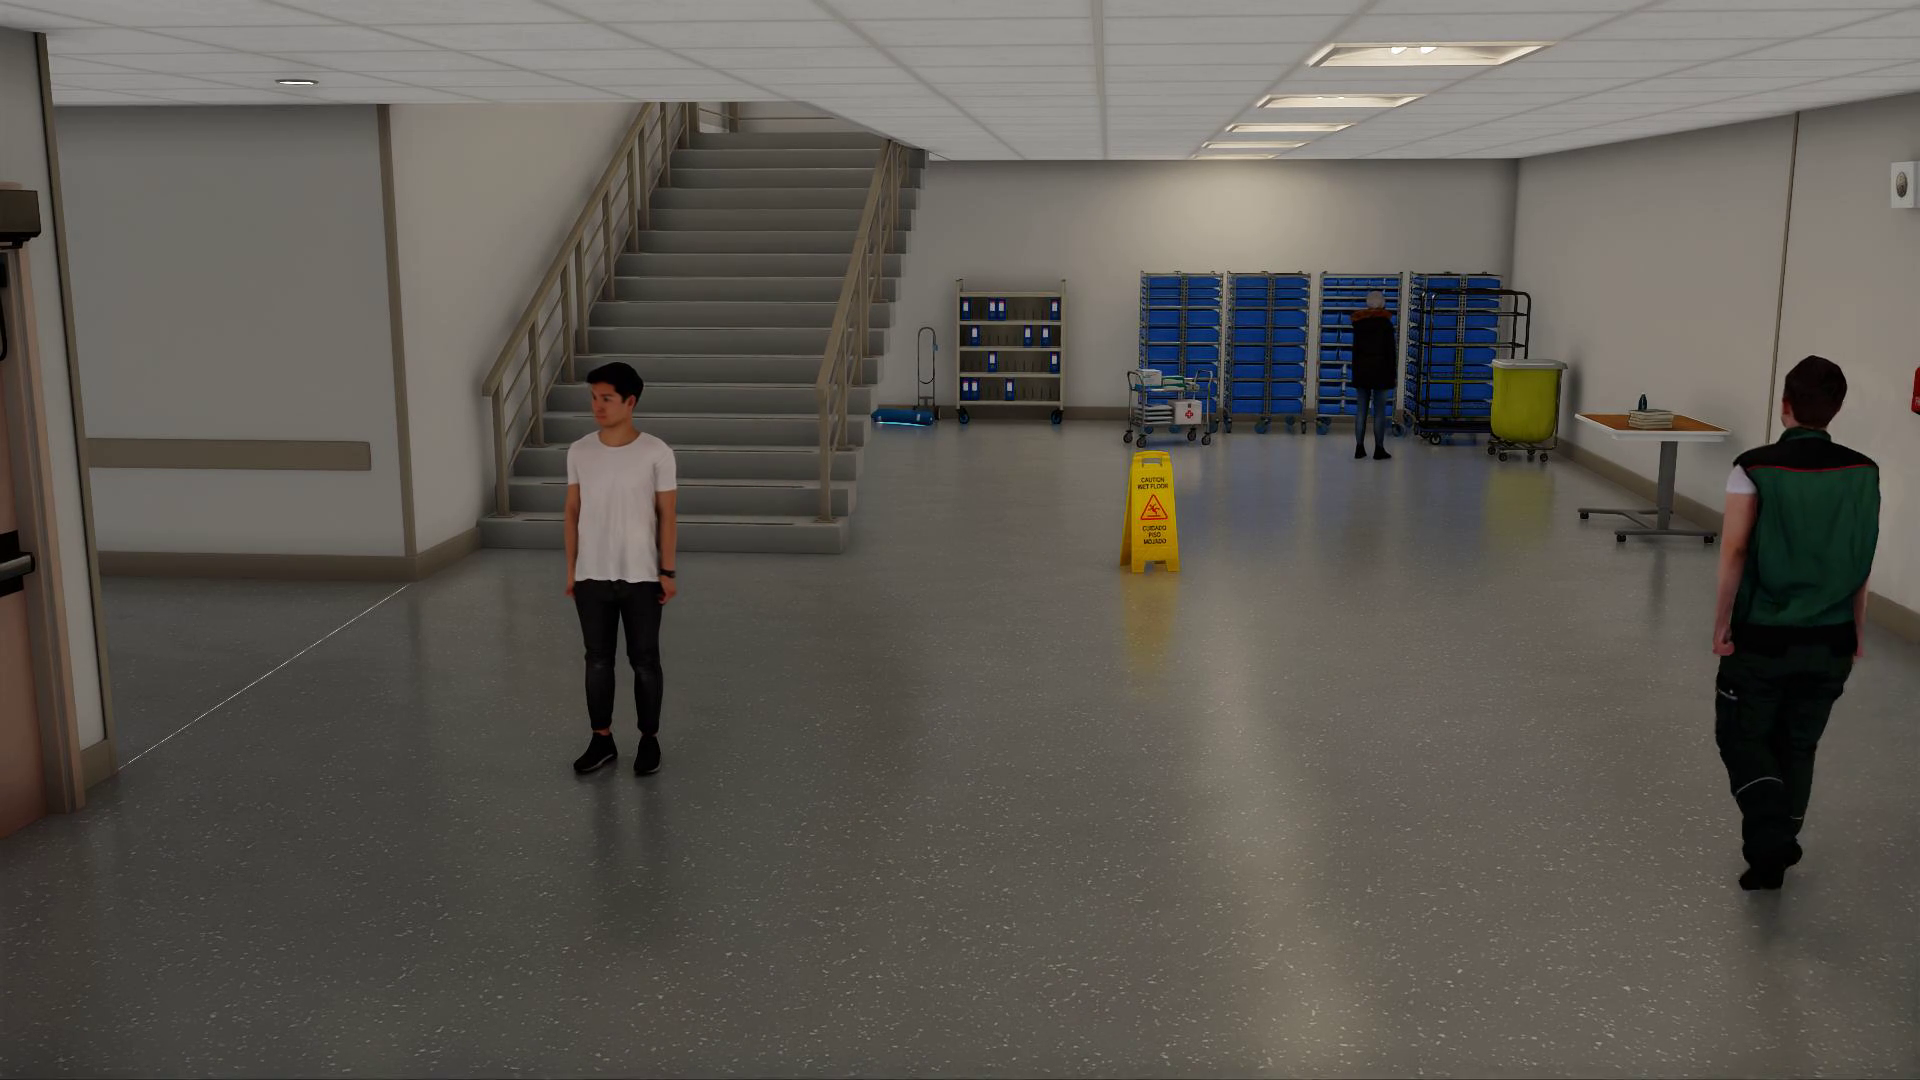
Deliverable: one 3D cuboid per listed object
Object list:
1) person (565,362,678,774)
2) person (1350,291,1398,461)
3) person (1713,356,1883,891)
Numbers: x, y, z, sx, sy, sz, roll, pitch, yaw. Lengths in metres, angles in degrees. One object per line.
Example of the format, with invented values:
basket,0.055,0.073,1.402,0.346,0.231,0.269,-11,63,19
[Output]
person,-1.411,0.107,6.935,0.634,1.719,0.545,2,11,9
person,4.026,-1.610,16.209,0.744,1.634,0.775,8,13,35
person,2.771,0.319,5.516,0.674,1.831,0.905,2,11,10
